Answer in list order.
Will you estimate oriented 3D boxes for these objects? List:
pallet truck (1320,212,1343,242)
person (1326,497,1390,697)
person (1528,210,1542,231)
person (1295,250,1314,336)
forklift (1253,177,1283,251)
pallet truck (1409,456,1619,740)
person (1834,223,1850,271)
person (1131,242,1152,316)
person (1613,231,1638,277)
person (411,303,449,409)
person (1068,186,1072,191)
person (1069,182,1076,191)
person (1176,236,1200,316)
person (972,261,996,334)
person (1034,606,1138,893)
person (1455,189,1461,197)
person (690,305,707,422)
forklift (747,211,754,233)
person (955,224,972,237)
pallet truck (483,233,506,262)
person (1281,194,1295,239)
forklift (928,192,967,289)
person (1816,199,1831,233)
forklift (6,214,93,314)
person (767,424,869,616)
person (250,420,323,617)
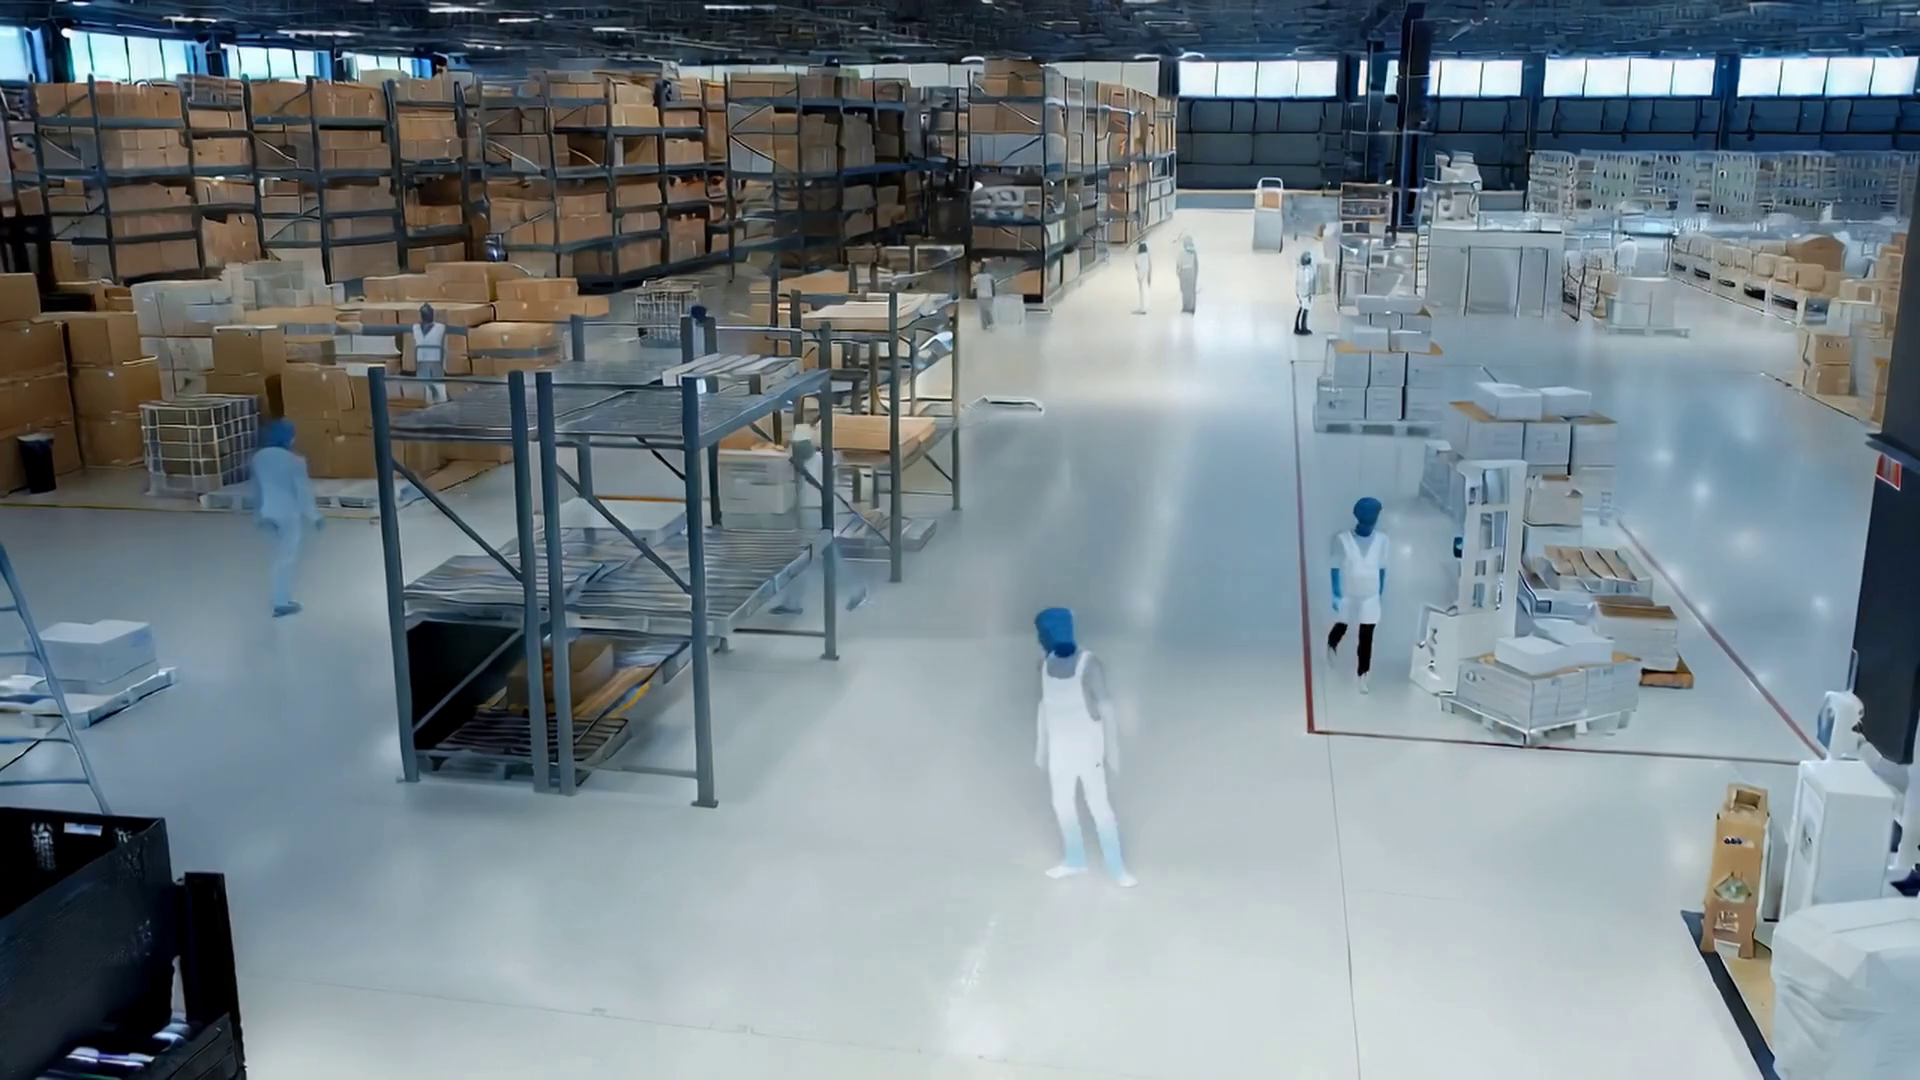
[{"bbox_3d":[15.874,-13.227,70.310,0.680,1.201,1.601,10,17,35],"label":"pallet truck"},{"bbox_3d":[3.324,0.417,14.014,0.520,1.664,0.783,0,14,-1],"label":"person"},{"bbox_3d":[21.619,-11.553,62.567,0.533,1.689,0.320,8,16,28],"label":"person"},{"bbox_3d":[7.910,-5.659,38.109,0.345,1.942,0.551,-6,15,-23],"label":"person"},{"bbox_3d":[12.083,-12.747,64.956,1.129,2.768,1.873,3,14,10],"label":"forklift"},{"bbox_3d":[4.504,0.400,13.395,0.823,1.965,1.885,-6,15,-23],"label":"pallet truck"},{"bbox_3d":[27.874,-9.139,52.600,0.319,1.769,0.522,-7,15,-26],"label":"person"},{"bbox_3d":[4.607,-6.638,42.269,0.542,1.870,0.382,-6,15,-24],"label":"person"},{"bbox_3d":[19.028,-7.936,47.624,0.613,1.809,0.628,3,14,12],"label":"person"},{"bbox_3d":[-8.514,-2.850,26.756,0.600,1.916,0.376,1,14,5],"label":"person"},{"bbox_3d":[5.848,-18.262,89.791,0.491,1.695,0.847,5,15,19],"label":"person"},{"bbox_3d":[6.051,-18.574,90.666,0.625,1.895,0.981,-1,14,-4],"label":"person"},{"bbox_3d":[5.725,-6.692,42.101,0.536,2.000,0.683,12,19,41],"label":"person"},{"bbox_3d":[0.559,-5.585,38.345,0.542,1.685,0.368,-5,15,-19],"label":"person"},{"bbox_3d":[0.774,1.287,10.202,0.696,1.803,0.431,10,17,36],"label":"person"},{"bbox_3d":[23.076,-15.327,77.309,0.621,1.973,0.783,1,14,5],"label":"person"},{"bbox_3d":[-4.023,-2.717,26.168,0.422,1.944,0.634,-4,14,-16],"label":"person"},{"bbox_3d":[-8.937,-15.336,75.467,1.129,2.768,1.873,3,14,10],"label":"forklift"},{"bbox_3d":[0.098,-9.292,53.067,0.656,1.848,1.026,3,14,13],"label":"person"},{"bbox_3d":[-11.832,-7.026,43.548,1.885,1.965,0.823,8,16,28],"label":"pallet truck"},{"bbox_3d":[14.148,-13.965,71.900,0.675,1.914,0.582,7,16,28],"label":"person"},{"bbox_3d":[-0.276,-8.962,49.588,1.129,2.768,1.873,3,14,10],"label":"forklift"},{"bbox_3d":[35.706,-13.150,68.749,0.403,1.830,0.598,-7,15,-25],"label":"person"},{"bbox_3d":[-20.173,-5.699,36.341,1.873,2.768,1.129,3,14,10],"label":"forklift"},{"bbox_3d":[-1.361,-0.189,16.073,0.973,1.879,0.616,-5,15,-19],"label":"person"},{"bbox_3d":[-6.514,-0.208,16.053,0.639,1.908,0.529,7,16,27],"label":"person"}]
